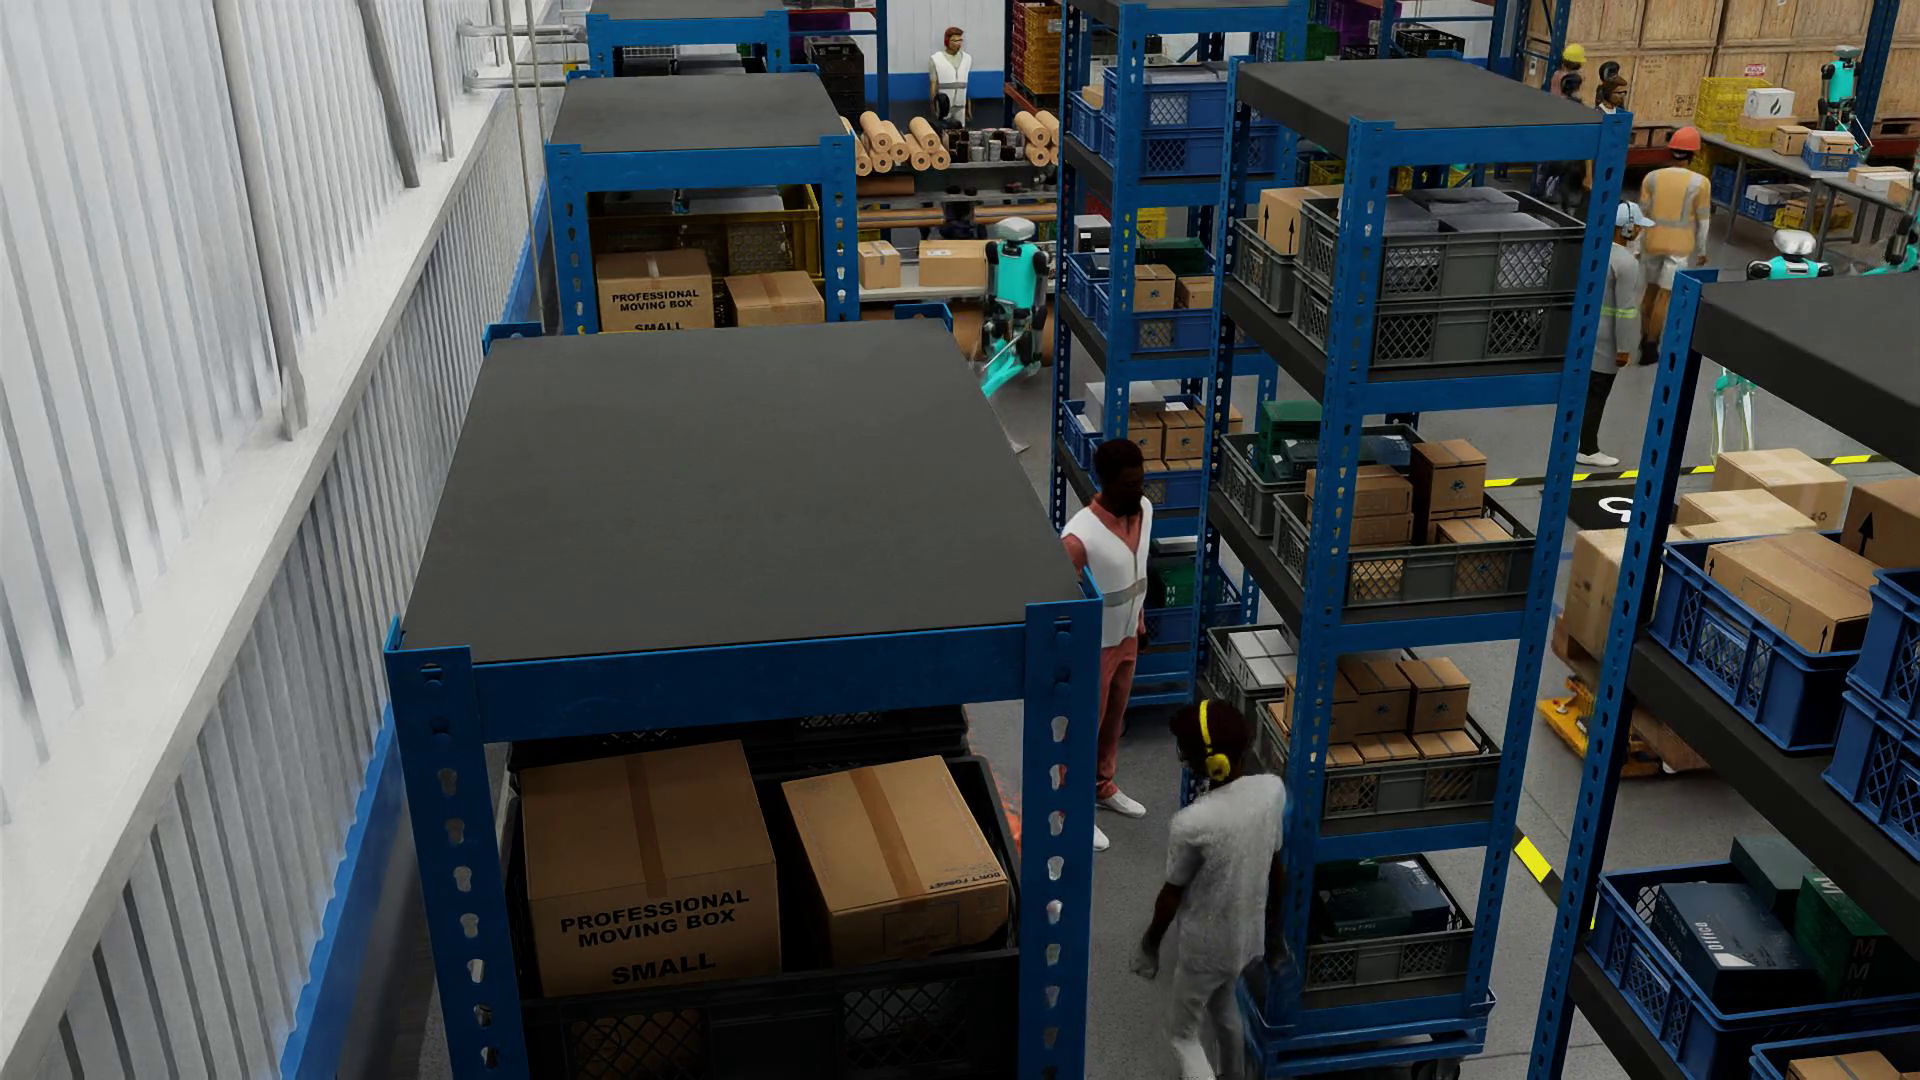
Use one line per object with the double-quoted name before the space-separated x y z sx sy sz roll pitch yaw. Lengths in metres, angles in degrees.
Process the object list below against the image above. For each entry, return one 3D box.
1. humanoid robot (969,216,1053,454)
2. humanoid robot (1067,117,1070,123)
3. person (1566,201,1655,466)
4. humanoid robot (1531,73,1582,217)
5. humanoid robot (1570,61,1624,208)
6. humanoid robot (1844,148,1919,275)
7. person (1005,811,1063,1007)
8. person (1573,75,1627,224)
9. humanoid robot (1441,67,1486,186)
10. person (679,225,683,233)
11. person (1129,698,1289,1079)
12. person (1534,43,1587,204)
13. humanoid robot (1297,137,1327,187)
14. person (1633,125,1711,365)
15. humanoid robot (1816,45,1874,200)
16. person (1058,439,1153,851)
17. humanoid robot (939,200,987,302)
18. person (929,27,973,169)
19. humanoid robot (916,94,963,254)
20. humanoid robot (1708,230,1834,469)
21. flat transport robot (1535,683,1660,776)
"humanoid robot" 0.187 -1.257 11.322 0.533 1.777 0.997 20 32 37
"humanoid robot" 1.259 -4.375 18.119 0.384 1.655 0.589 -6 25 -13
"person" 4.473 -1.427 11.505 0.387 1.850 0.599 -5 25 -11
"humanoid robot" 6.251 -4.059 17.440 0.608 1.643 0.597 18 30 34
"humanoid robot" 7.156 -4.442 18.340 0.726 1.621 0.609 -5 25 -10
"humanoid robot" 7.685 -2.381 13.855 0.552 1.897 0.741 -18 30 -34
"person" 0.007 1.572 4.810 0.618 1.996 0.883 -11 27 -23
"person" 6.242 -3.619 16.298 0.332 1.836 0.505 21 32 38
"humanoid robot" 5.149 -4.103 17.460 0.547 1.741 0.983 -7 26 -15
"person" -1.897 -1.274 11.160 0.327 1.865 0.517 -7 26 -15
"person" 0.896 1.350 5.497 0.535 1.831 0.592 -19 31 -36
"person" 6.739 -4.694 18.725 0.386 1.751 0.596 -1 25 -2
"humanoid robot" 3.989 -4.579 18.457 0.955 1.719 0.535 -6 25 -14
"person" 5.796 -2.411 13.581 0.580 1.929 0.552 -22 32 -39
"humanoid robot" 9.743 -4.526 18.218 0.533 1.677 0.735 -11 27 -23
"person" 0.635 0.440 7.370 0.374 1.916 0.595 17 30 33
"humanoid robot" 0.000 -2.557 14.180 0.349 1.645 0.610 -17 30 -33
"person" -0.113 -5.027 19.355 0.563 1.836 0.390 -15 29 -29
"humanoid robot" -0.182 -3.549 16.352 0.609 1.631 0.716 -15 29 -29
"humanoid robot" 5.371 -1.302 11.217 0.533 1.672 0.735 1 25 2
"flat transport robot" 3.719 0.881 8.350 1.431 0.197 0.652 -4 25 -8
